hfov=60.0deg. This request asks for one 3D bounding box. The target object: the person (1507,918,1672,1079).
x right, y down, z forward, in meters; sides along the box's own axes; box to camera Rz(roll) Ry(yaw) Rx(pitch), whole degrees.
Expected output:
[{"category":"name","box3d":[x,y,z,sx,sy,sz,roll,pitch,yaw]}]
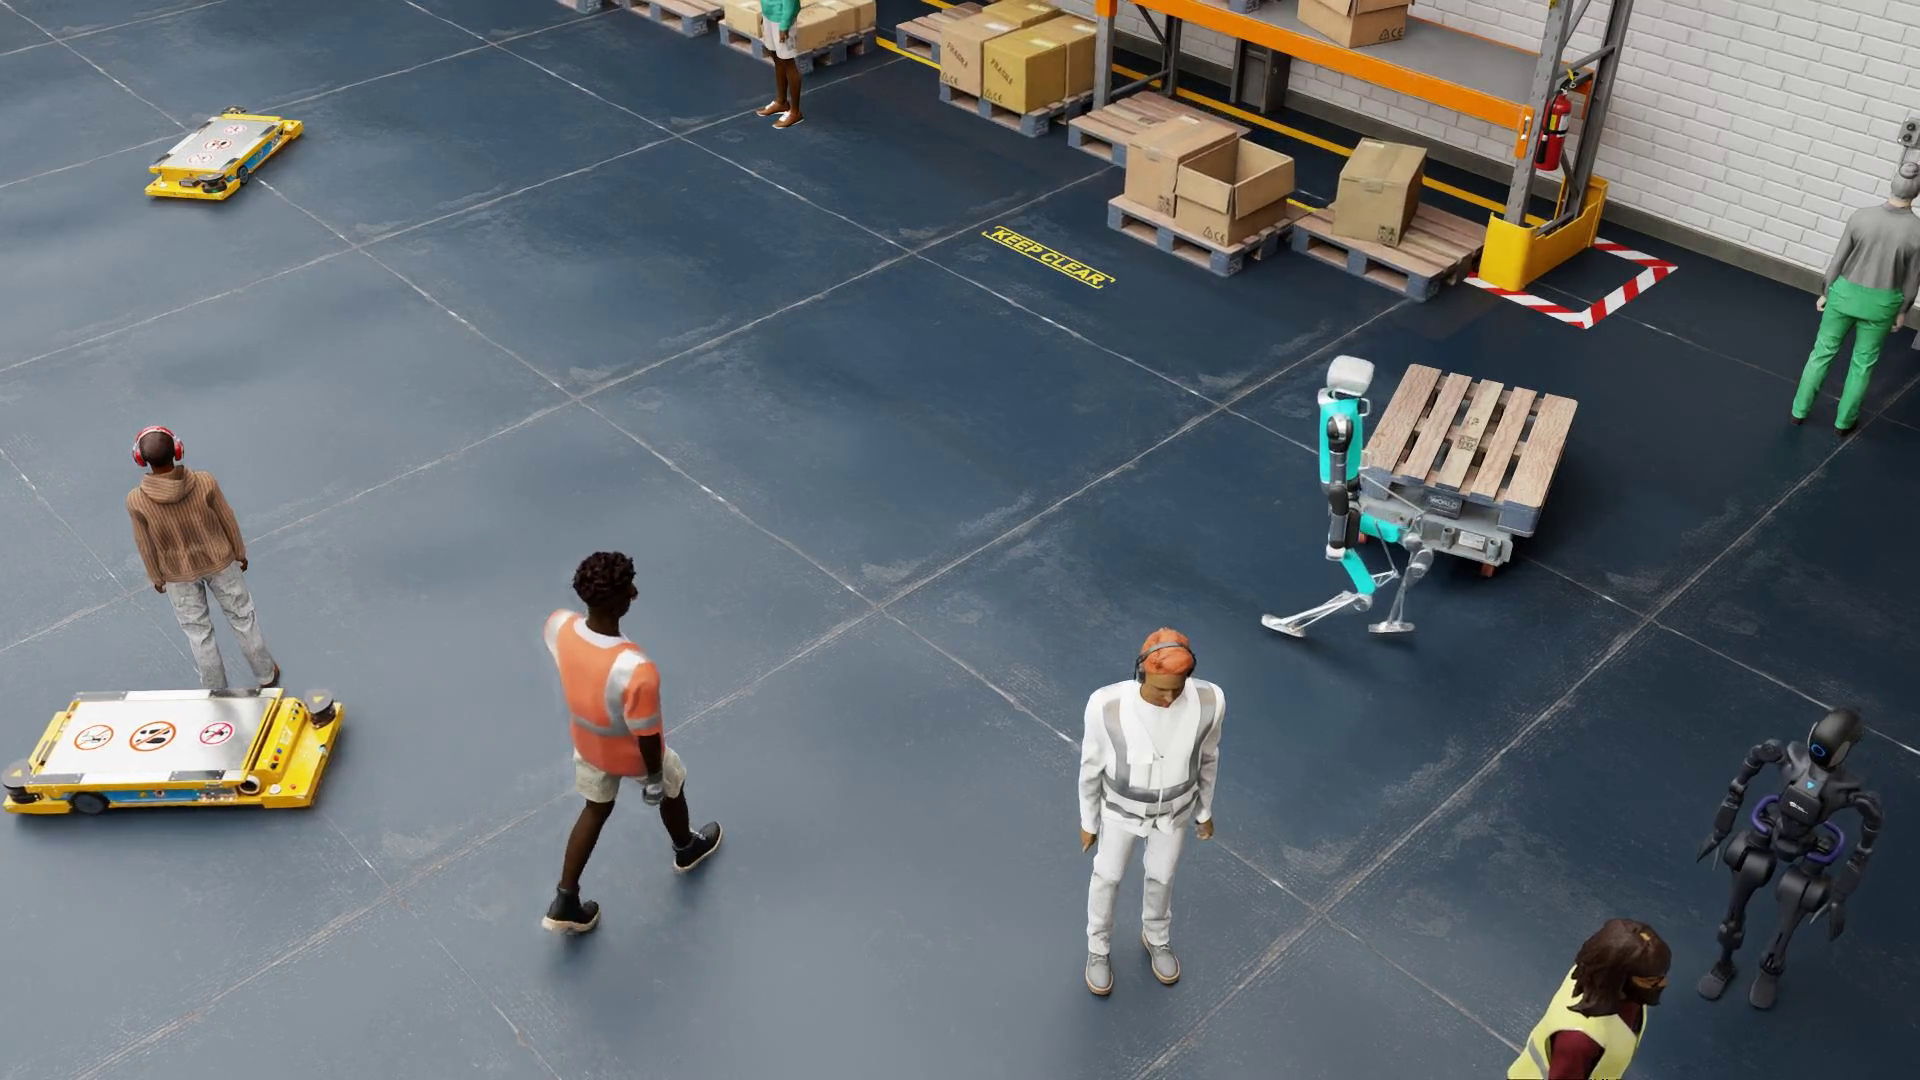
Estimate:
[{"category":"person","box3d":[2.095,1.916,5.754,0.378,1.767,0.467,24,43,29]}]

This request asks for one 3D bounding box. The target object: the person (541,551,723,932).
[{"category":"person","box3d":[-1.462,0.855,7.020,0.597,1.934,0.925,20,42,25]}]

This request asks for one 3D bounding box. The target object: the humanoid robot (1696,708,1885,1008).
[{"category":"humanoid robot","box3d":[3.310,1.275,6.677,0.610,1.641,0.365,31,47,34]}]

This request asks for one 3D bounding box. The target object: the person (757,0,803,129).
[{"category":"person","box3d":[-1.532,-4.439,14.099,0.395,1.851,0.491,-18,41,-22]}]

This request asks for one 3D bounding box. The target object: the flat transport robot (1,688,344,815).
[{"category":"flat transport robot","box3d":[-3.844,1.035,8.163,1.431,0.231,0.659,-1,37,-2]}]

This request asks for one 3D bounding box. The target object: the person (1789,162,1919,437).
[{"category":"person","box3d":[5.549,-1.479,10.189,0.523,1.838,0.333,22,42,26]}]

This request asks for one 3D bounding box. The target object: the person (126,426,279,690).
[{"category":"person","box3d":[-3.740,0.150,8.186,0.458,1.651,0.333,-20,42,-25]}]

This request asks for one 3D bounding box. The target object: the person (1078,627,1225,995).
[{"category":"person","box3d":[0.757,1.099,6.737,0.571,1.887,0.356,-6,37,-8]}]

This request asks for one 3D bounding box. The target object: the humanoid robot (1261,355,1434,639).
[{"category":"humanoid robot","box3d":[2.151,-0.111,8.495,1.012,1.759,0.532,7,38,10]}]

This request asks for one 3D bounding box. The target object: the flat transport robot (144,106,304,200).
[{"category":"flat transport robot","box3d":[-6.087,-3.210,13.783,0.659,0.231,1.431,5,37,7]}]
